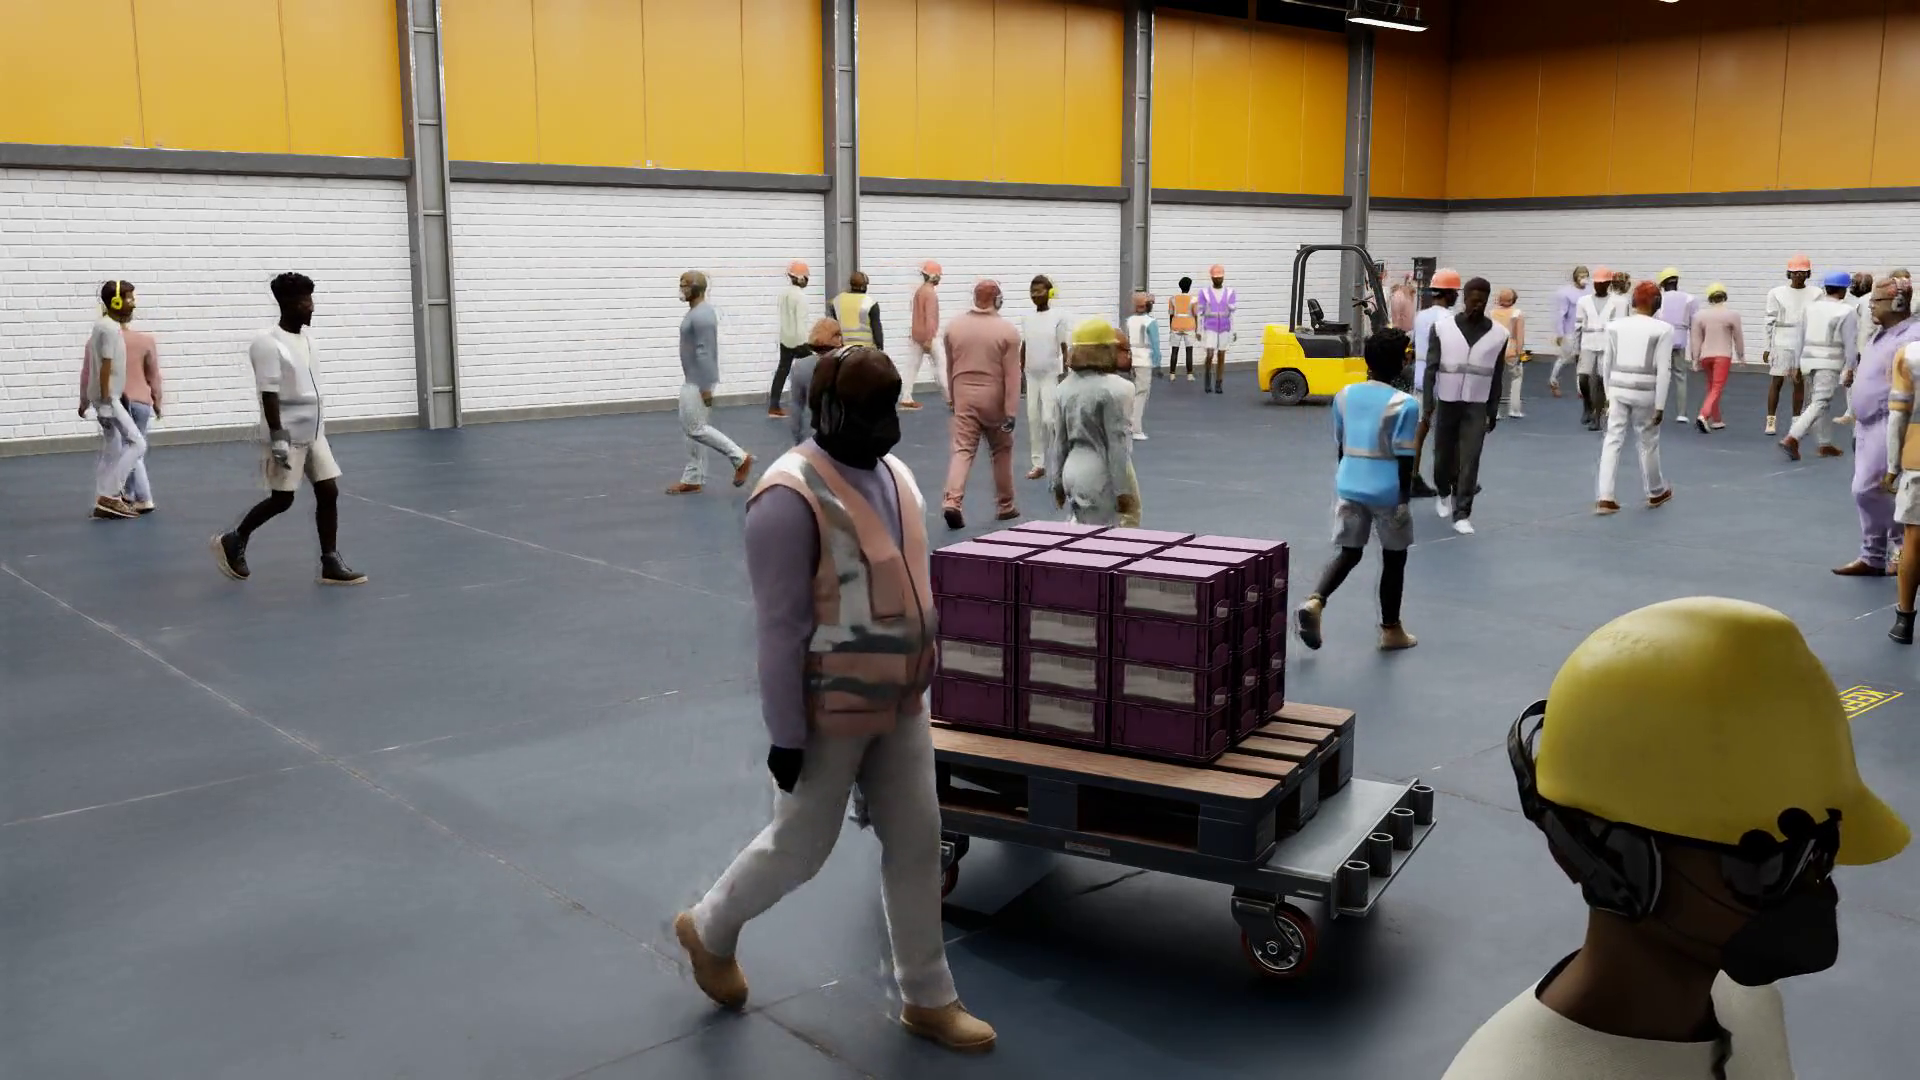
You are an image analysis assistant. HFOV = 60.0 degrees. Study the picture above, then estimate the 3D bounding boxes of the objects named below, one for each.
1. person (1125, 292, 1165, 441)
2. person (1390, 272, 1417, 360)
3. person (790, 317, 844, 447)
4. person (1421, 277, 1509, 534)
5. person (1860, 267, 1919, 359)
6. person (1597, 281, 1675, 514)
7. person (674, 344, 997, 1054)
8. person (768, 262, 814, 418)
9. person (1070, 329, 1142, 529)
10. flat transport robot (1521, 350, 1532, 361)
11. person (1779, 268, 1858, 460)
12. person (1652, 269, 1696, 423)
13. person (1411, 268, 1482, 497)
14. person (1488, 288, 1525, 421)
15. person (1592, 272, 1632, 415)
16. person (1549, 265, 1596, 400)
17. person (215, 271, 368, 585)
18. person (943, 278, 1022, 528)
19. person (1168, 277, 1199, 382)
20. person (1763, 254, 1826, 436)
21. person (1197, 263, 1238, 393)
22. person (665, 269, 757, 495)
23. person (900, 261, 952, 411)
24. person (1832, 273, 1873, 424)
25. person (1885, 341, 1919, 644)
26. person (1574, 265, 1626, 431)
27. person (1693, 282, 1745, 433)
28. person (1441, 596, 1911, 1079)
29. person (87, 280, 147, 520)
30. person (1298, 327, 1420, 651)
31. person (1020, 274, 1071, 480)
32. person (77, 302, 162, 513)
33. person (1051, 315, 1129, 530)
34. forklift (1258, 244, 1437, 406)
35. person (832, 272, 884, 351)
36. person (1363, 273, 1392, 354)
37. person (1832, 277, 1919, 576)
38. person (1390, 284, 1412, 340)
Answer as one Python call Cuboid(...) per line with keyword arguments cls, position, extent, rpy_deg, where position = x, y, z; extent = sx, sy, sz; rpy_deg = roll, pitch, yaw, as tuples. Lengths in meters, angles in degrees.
Cuboid(cls="person", position=(2.024, -1.901, 18.272), extent=(0.489, 1.624, 0.512), rpy_deg=(-5, 11, -26))
Cuboid(cls="person", position=(6.236, -2.940, 23.872), extent=(1.156, 1.813, 0.659), rpy_deg=(7, 12, 35))
Cuboid(cls="person", position=(-0.869, -0.693, 11.255), extent=(0.513, 1.615, 0.587), rpy_deg=(4, 10, 22))
Cuboid(cls="person", position=(3.750, -1.026, 12.441), extent=(0.613, 1.880, 0.890), rpy_deg=(2, 10, 9))
Cuboid(cls="person", position=(10.282, -2.080, 18.516), extent=(0.631, 1.910, 0.791), rpy_deg=(-1, 10, -7))
Cuboid(cls="person", position=(5.367, -1.125, 13.176), extent=(1.005, 1.826, 0.594), rpy_deg=(-9, 13, -44))
Cuboid(cls="person", position=(-0.348, 0.401, 4.284), extent=(0.863, 1.815, 0.636), rpy_deg=(6, 11, 31))
Cuboid(cls="person", position=(-1.992, -2.505, 20.889), extent=(1.031, 1.936, 0.616), rpy_deg=(-7, 12, -37))
Cuboid(cls="person", position=(0.827, -0.449, 9.857), extent=(0.795, 1.605, 0.507), rpy_deg=(-6, 11, -30))
Cuboid(cls="flat transport robot", position=(10.230, -3.579, 32.070), extent=(1.431, 0.197, 0.652), rpy_deg=(5, 11, 27))
Cuboid(cls="person", position=(8.534, -1.738, 16.524), extent=(0.936, 1.915, 0.625), rpy_deg=(-4, 10, -21))
Cuboid(cls="person", position=(8.666, -2.373, 20.358), extent=(0.692, 1.856, 0.790), rpy_deg=(1, 10, 4))
Cuboid(cls="person", position=(4.106, -1.309, 13.960), extent=(0.780, 1.913, 0.571), rpy_deg=(-4, 10, -21))
Cuboid(cls="person", position=(6.766, -2.286, 20.525), extent=(0.672, 1.613, 0.530), rpy_deg=(-9, 13, -43))
Cuboid(cls="person", position=(8.428, -2.494, 21.190), extent=(0.769, 1.816, 0.542), rpy_deg=(-2, 10, -11))
Cuboid(cls="person", position=(8.697, -2.939, 23.568), extent=(0.643, 1.904, 0.964), rpy_deg=(-2, 10, -10))
Cuboid(cls="person", position=(-4.133, -0.670, 10.164), extent=(0.839, 1.938, 0.608), rpy_deg=(3, 10, 15))
Cuboid(cls="person", position=(0.159, -1.029, 12.480), extent=(0.643, 1.869, 0.937), rpy_deg=(4, 10, 21))
Cuboid(cls="person", position=(3.617, -3.401, 26.888), extent=(0.529, 1.690, 0.321), rpy_deg=(4, 10, 20))
Cuboid(cls="person", position=(9.382, -2.185, 18.723), extent=(0.616, 2.041, 0.378), rpy_deg=(3, 10, 15))
Cuboid(cls="person", position=(3.786, -3.103, 24.466), extent=(0.560, 1.914, 0.491), rpy_deg=(0, 10, -1))
Cuboid(cls="person", position=(-2.141, -1.328, 14.075), extent=(0.690, 1.921, 0.633), rpy_deg=(-2, 10, -13))
Cuboid(cls="person", position=(-0.352, -2.673, 21.841), extent=(0.996, 1.940, 0.629), rpy_deg=(-5, 11, -25))
Cuboid(cls="person", position=(10.758, -2.282, 19.930), extent=(0.443, 1.825, 0.647), rpy_deg=(4, 11, 23))
Cuboid(cls="person", position=(5.098, -0.405, 8.621), extent=(0.547, 1.934, 0.376), rpy_deg=(6, 12, 32))
Cuboid(cls="person", position=(7.429, -2.233, 19.360), extent=(0.558, 1.921, 0.462), rpy_deg=(5, 11, 28))
Cuboid(cls="person", position=(8.700, -2.111, 19.178), extent=(0.852, 1.730, 0.526), rpy_deg=(-8, 13, -39))
Cuboid(cls="person", position=(0.550, 0.914, 1.392), extent=(0.314, 1.769, 0.523), rpy_deg=(9, 13, 43))
Cuboid(cls="person", position=(-6.472, -1.053, 12.694), extent=(0.464, 1.840, 0.602), rpy_deg=(-5, 11, -27))
Cuboid(cls="person", position=(2.049, -0.236, 8.390), extent=(0.687, 1.673, 0.537), rpy_deg=(-8, 12, -37))
Cuboid(cls="person", position=(0.777, -1.487, 15.163), extent=(0.502, 1.861, 0.510), rpy_deg=(7, 12, 34))
Cuboid(cls="person", position=(-6.674, -1.088, 13.242), extent=(0.902, 1.705, 0.539), rpy_deg=(9, 13, 42))
Cuboid(cls="person", position=(0.626, -0.294, 8.585), extent=(0.710, 1.724, 0.490), rpy_deg=(-6, 11, -31))
Cuboid(cls="forklift", position=(5.256, -2.933, 22.661), extent=(2.313, 2.155, 1.214), rpy_deg=(3, 10, 16))
Cuboid(cls="person", position=(-1.214, -2.288, 19.948), extent=(0.660, 1.832, 0.442), rpy_deg=(5, 11, 25))
Cuboid(cls="person", position=(5.846, -2.898, 23.410), extent=(0.529, 1.865, 0.605), rpy_deg=(3, 10, 16))
Cuboid(cls="person", position=(5.747, -0.683, 10.377), extent=(0.433, 1.888, 0.665), rpy_deg=(1, 10, 8))
Cuboid(cls="person", position=(6.701, -3.143, 25.650), extent=(0.520, 1.590, 0.778), rpy_deg=(-7, 12, -34))
